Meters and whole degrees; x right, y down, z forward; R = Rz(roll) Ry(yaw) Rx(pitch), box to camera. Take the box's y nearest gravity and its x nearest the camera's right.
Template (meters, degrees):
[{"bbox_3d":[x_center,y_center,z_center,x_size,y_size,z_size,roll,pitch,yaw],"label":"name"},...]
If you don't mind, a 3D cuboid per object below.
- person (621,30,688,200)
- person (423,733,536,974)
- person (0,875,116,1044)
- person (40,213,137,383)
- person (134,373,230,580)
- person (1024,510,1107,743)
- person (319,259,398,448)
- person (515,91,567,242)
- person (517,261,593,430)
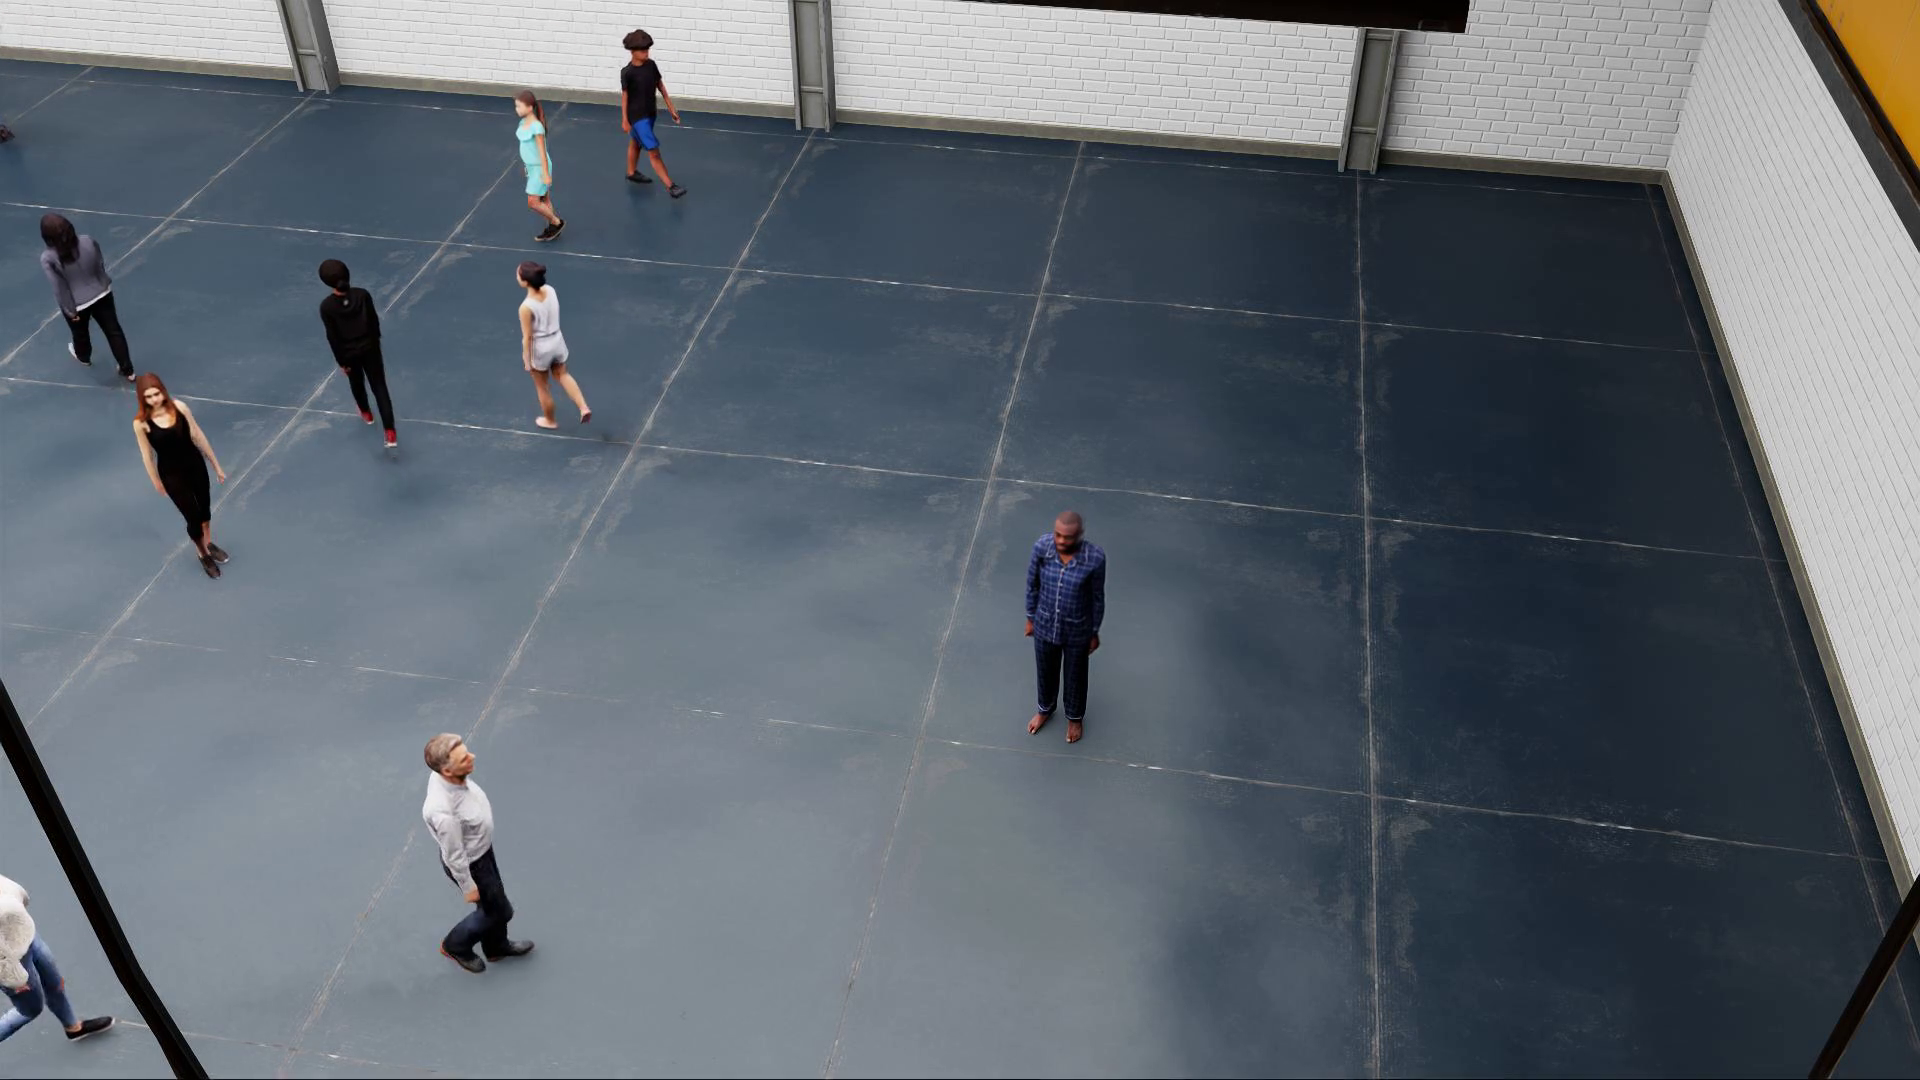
[{"bbox_3d":[-3.303,-4.330,16.932,1.242,1.729,0.976,21,43,24],"label":"person"},{"bbox_3d":[-2.799,1.764,9.234,0.845,1.814,0.784,-5,39,-6],"label":"person"},{"bbox_3d":[-5.078,2.226,8.768,1.067,1.673,0.954,-18,42,-21],"label":"person"},{"bbox_3d":[-7.417,-2.033,14.197,1.130,1.552,0.977,28,47,31],"label":"person"},{"bbox_3d":[-5.736,-0.532,12.190,0.788,1.711,0.732,26,45,28],"label":"person"},{"bbox_3d":[0.675,0.540,10.756,0.602,1.825,0.776,12,40,15],"label":"person"},{"bbox_3d":[-4.819,-1.482,13.436,1.094,1.642,1.093,-20,43,-23],"label":"person"},{"bbox_3d":[-4.049,-3.647,16.218,0.732,1.554,0.676,-21,43,-24],"label":"person"},{"bbox_3d":[-3.324,-1.551,13.556,0.871,1.600,0.730,20,43,23],"label":"person"}]
